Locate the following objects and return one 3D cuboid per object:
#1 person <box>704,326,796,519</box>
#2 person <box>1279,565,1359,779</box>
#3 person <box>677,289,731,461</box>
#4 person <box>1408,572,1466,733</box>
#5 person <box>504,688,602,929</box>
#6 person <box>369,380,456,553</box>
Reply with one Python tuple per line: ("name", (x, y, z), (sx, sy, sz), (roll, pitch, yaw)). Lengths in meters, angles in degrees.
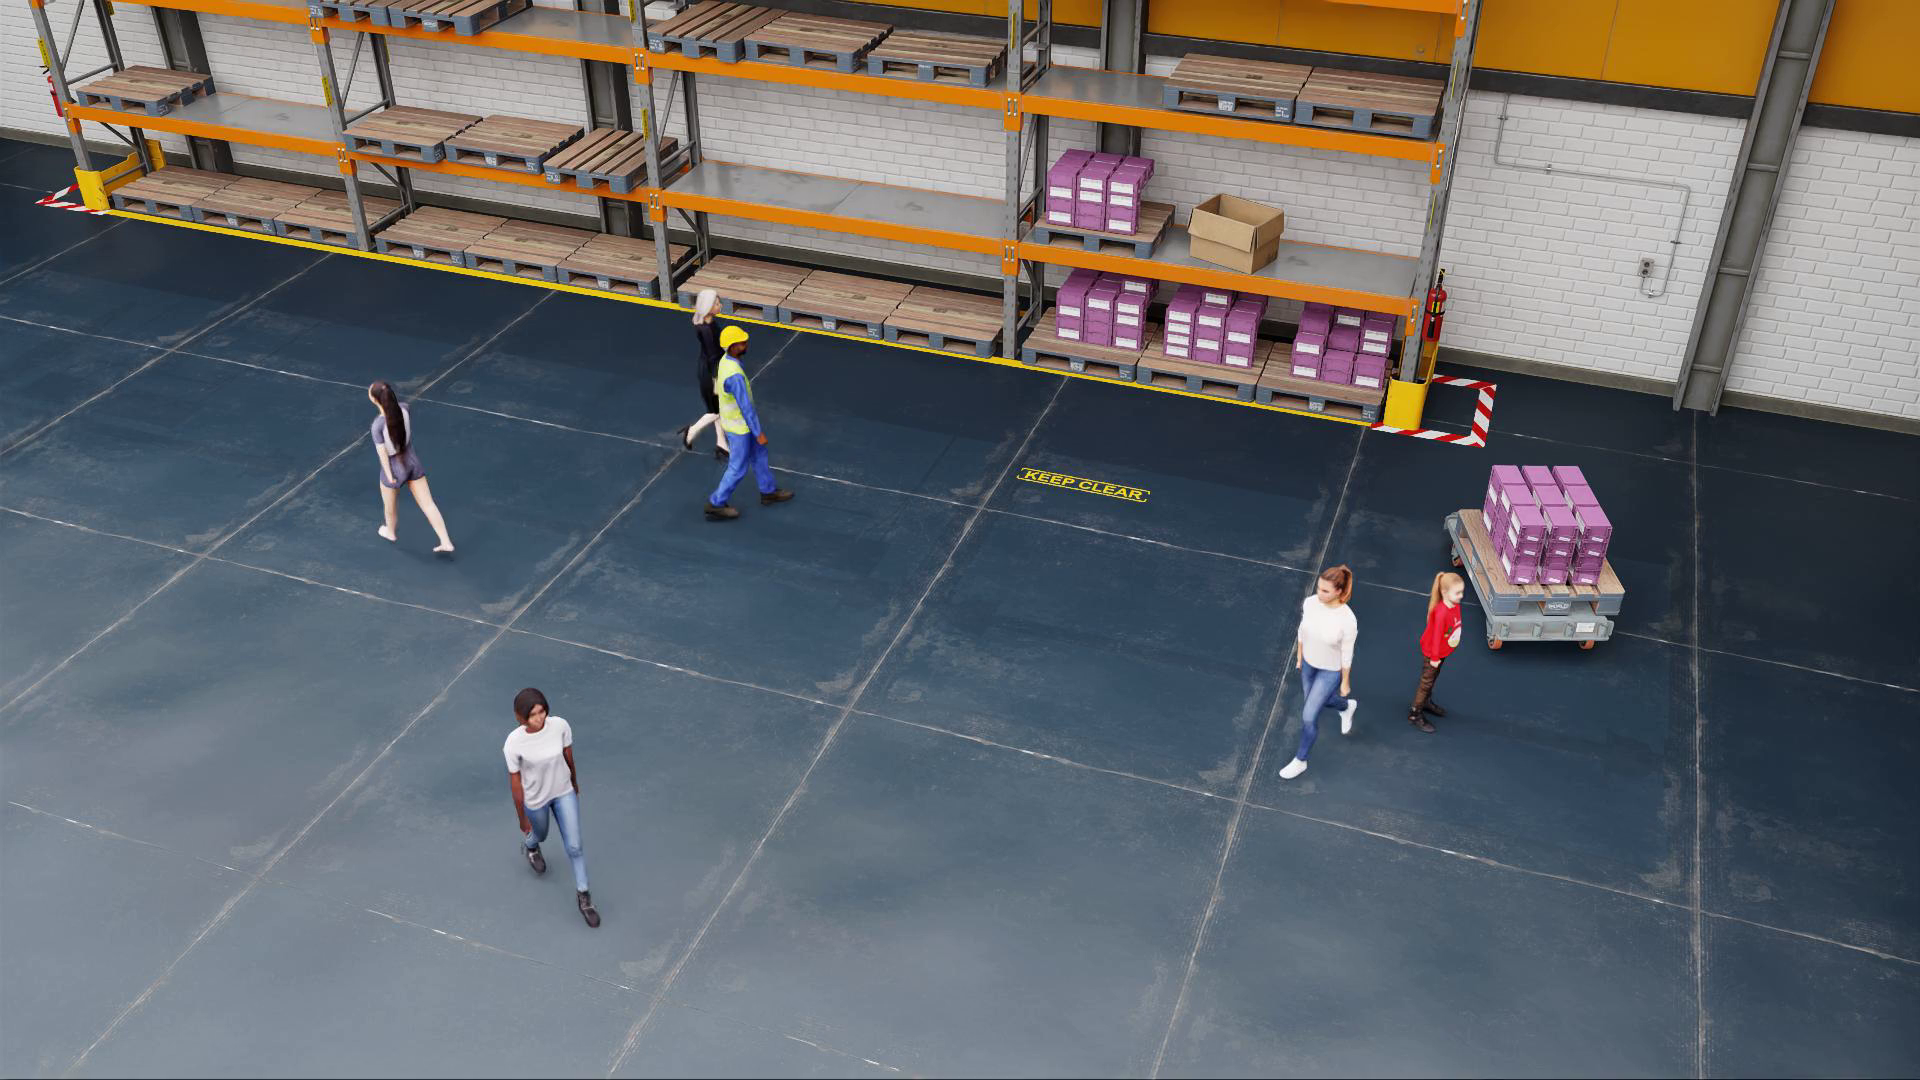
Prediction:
("person", (-1.949, -0.975, 14.293), (1.160, 1.784, 0.991), (-6, 34, -9))
("person", (2.588, 0.873, 11.595), (1.037, 1.692, 1.085), (-23, 40, -30))
("person", (-2.301, -1.452, 15.054), (0.945, 1.736, 0.829), (-7, 34, -11))
("person", (3.479, 0.785, 12.100), (0.532, 1.280, 0.535), (19, 38, 27))
("person", (-2.650, 1.599, 10.516), (1.032, 1.678, 1.190), (-20, 39, -28))
("person", (-4.574, -0.569, 13.843), (1.119, 1.606, 0.772), (20, 39, 27))
